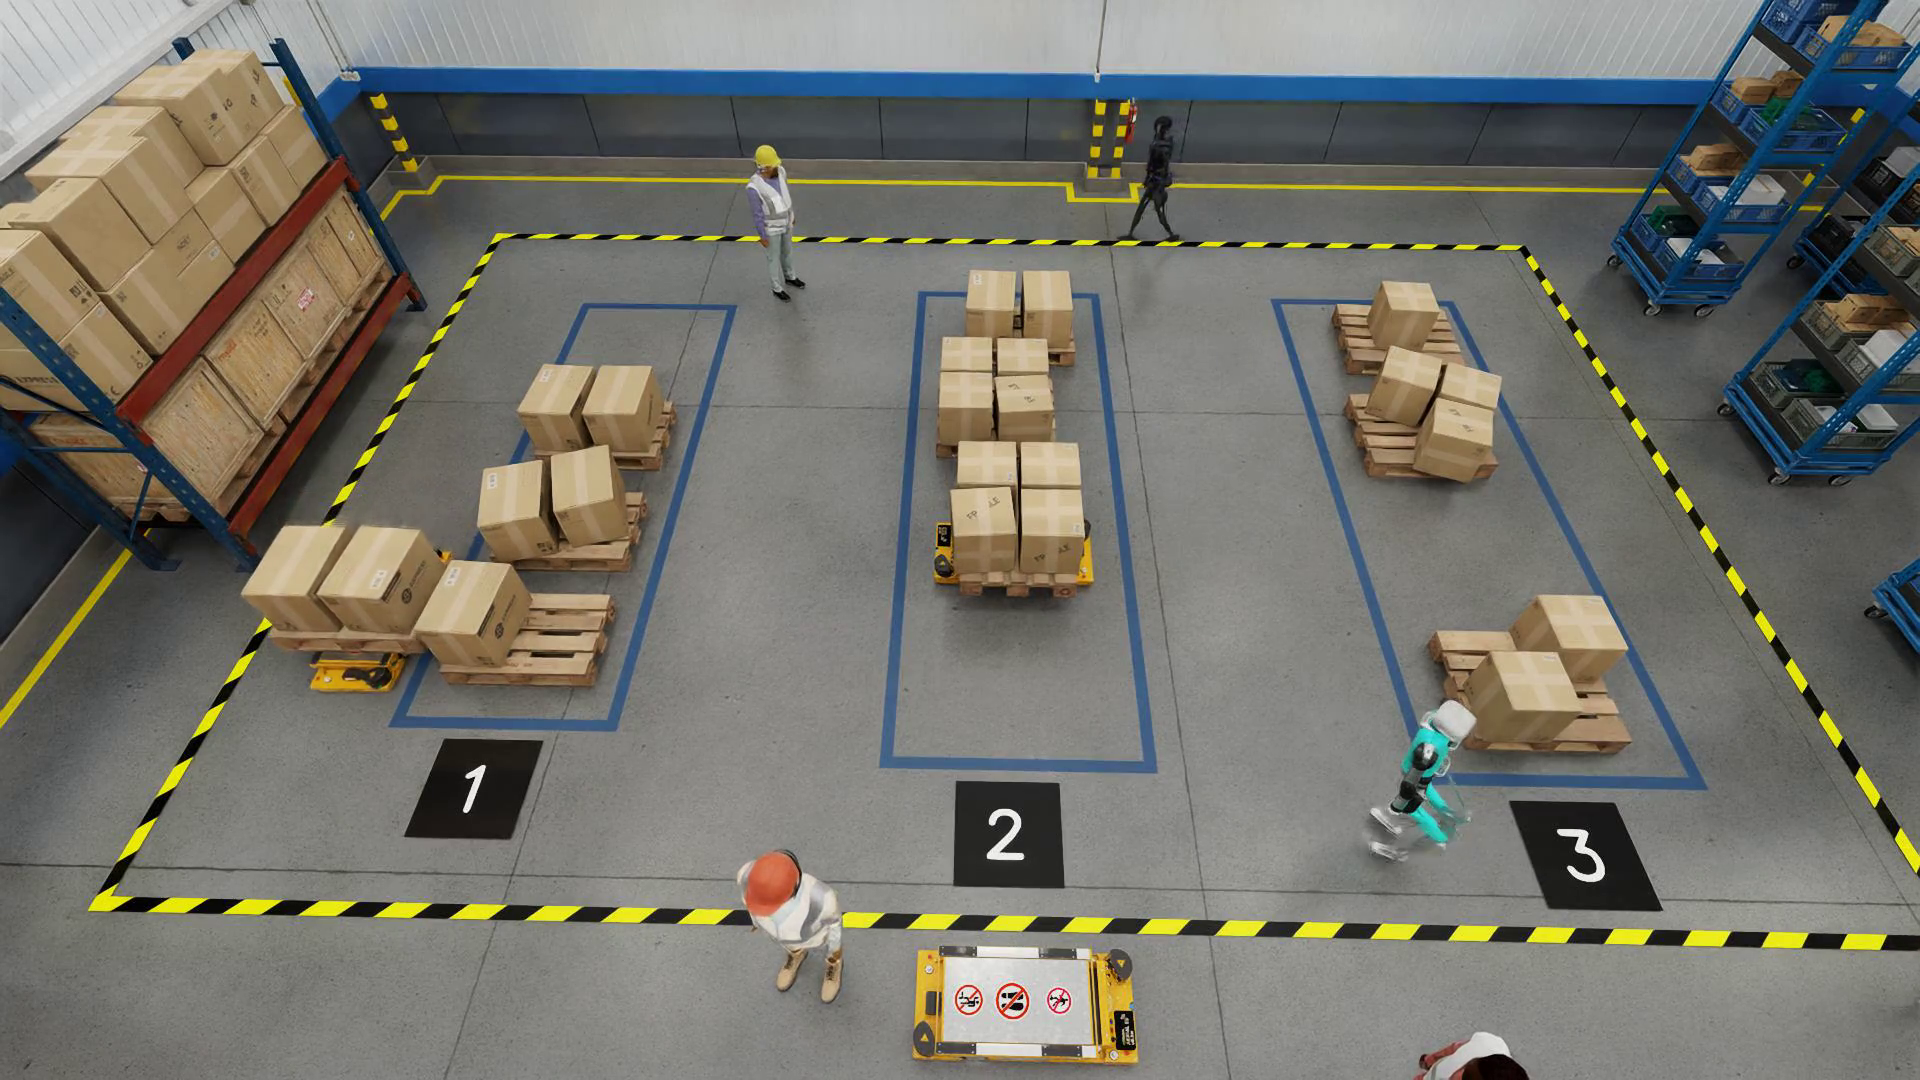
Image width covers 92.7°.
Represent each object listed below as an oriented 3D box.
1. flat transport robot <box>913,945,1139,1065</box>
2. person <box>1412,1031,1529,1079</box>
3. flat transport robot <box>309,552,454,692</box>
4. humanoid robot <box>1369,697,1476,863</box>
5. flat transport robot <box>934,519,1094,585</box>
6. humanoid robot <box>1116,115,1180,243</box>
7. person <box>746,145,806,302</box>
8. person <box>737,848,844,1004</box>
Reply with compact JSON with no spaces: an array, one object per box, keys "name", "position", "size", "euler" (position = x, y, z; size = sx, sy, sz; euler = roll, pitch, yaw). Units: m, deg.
[{"name":"flat transport robot","position":[0.422,3.041,6.007],"size":[1.431,0.231,0.659],"euler":[1,51,1]},{"name":"person","position":[2.586,3.065,4.933],"size":[0.394,1.911,0.579],"euler":[21,54,16]},{"name":"flat transport robot","position":[-5.008,0.645,7.942],"size":[0.652,0.197,1.431],"euler":[1,51,1]},{"name":"humanoid robot","position":[3.203,1.741,6.123],"size":[0.826,1.790,0.543],"euler":[31,57,23]},{"name":"flat transport robot","position":[0.490,0.087,8.397],"size":[1.431,0.197,0.652],"euler":[1,51,1]},{"name":"humanoid robot","position":[2.419,-4.334,11.152],"size":[0.784,1.643,0.612],"euler":[-7,51,-5]},{"name":"person","position":[-2.076,-3.593,10.407],"size":[0.404,1.828,0.602],"euler":[24,55,18]},{"name":"person","position":[-0.978,2.316,5.454],"size":[0.605,2.045,0.376],"euler":[13,52,10]}]
